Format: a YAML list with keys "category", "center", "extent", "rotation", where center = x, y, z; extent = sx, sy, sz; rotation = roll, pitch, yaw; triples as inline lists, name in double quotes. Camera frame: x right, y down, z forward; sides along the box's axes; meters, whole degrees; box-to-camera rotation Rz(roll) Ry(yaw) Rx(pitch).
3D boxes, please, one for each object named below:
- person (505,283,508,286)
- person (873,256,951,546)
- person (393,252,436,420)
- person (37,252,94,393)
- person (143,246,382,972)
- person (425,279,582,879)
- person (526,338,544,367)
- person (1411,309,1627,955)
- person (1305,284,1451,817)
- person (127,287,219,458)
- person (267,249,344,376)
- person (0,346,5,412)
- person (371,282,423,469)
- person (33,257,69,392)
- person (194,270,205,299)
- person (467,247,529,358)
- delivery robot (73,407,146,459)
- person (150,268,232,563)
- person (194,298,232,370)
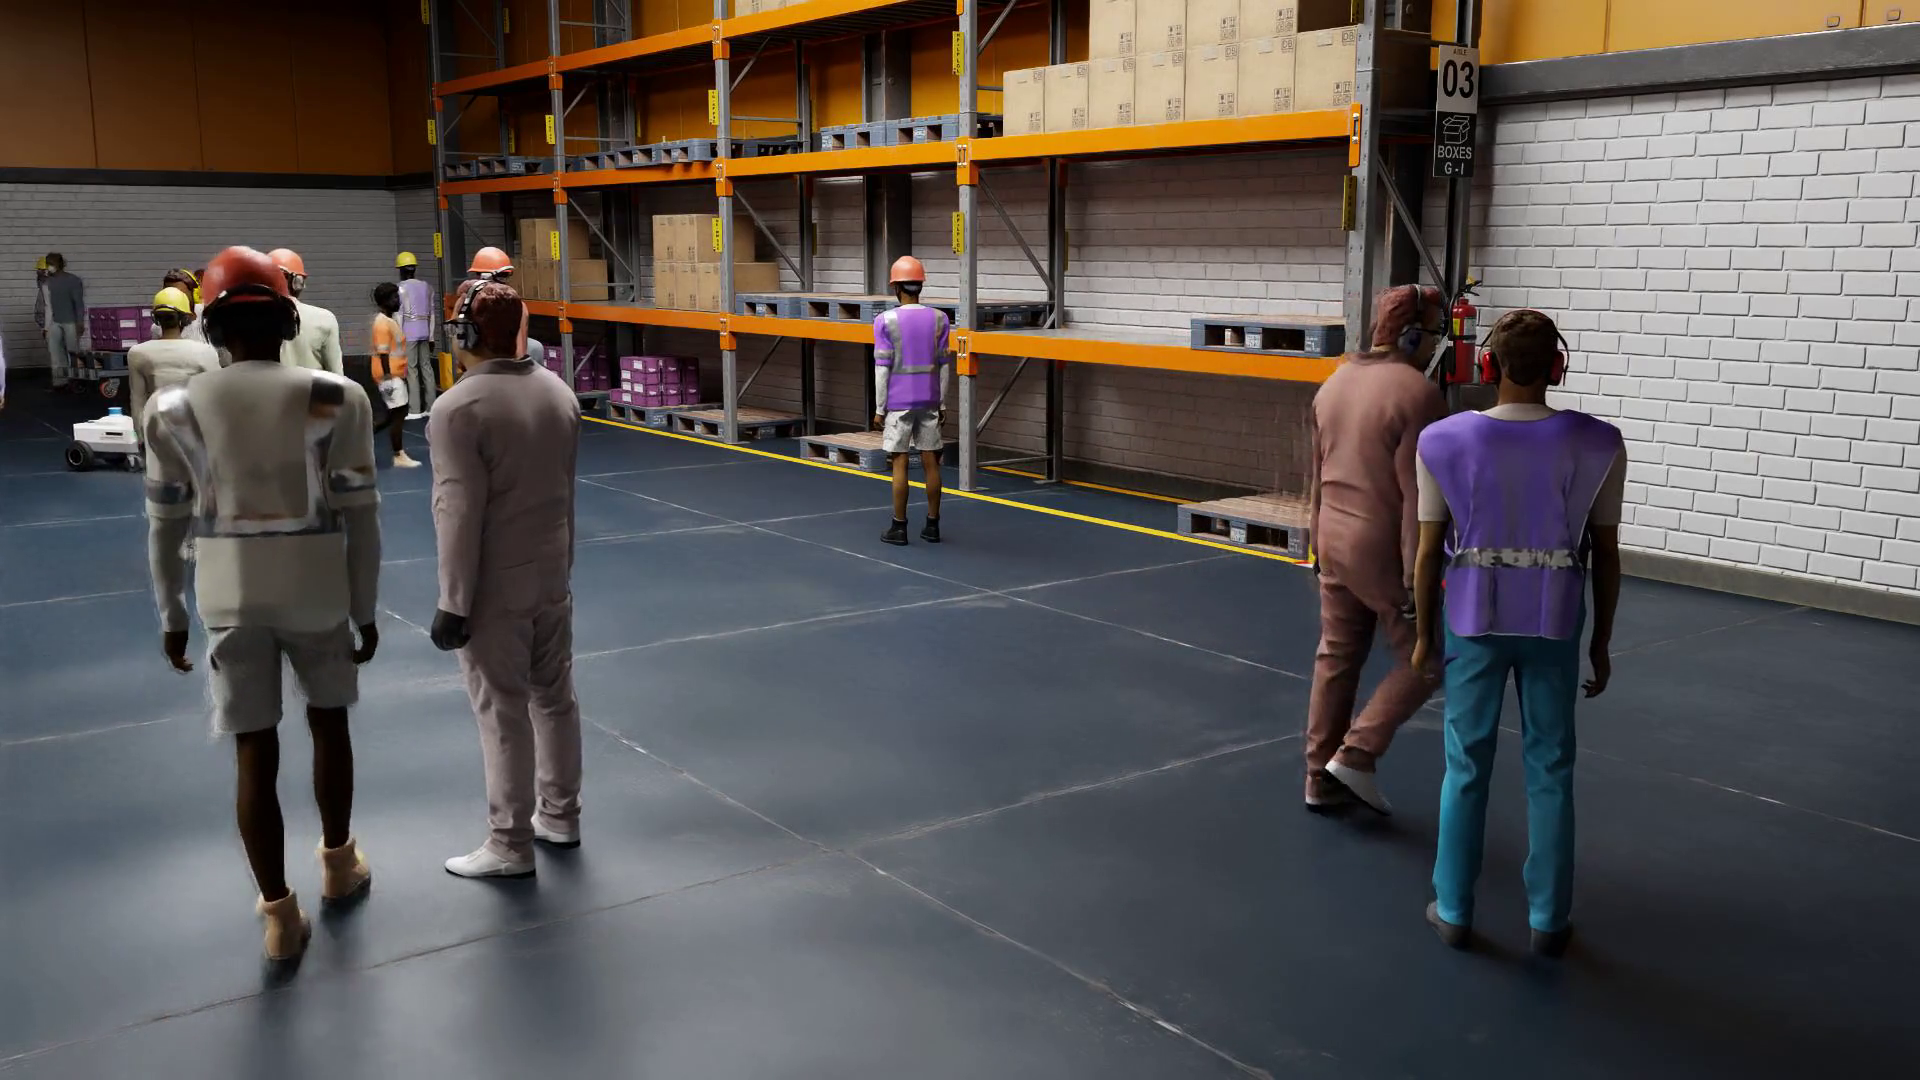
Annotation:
- category: "person"
  center: [-5.414, -2.277, 19.616]
  extent: [0.282, 1.626, 0.491]
  rotation: [10, 14, 44]
- category: "person"
  center: [-0.333, -0.928, 11.174]
  extent: [0.544, 1.939, 0.353]
  rotation: [-5, 11, -24]
- category: "person"
  center: [-6.293, -2.340, 19.120]
  extent: [0.384, 1.922, 0.589]
  rotation: [6, 12, 30]
- category: "person"
  center: [-12.223, -2.977, 22.740]
  extent: [0.639, 1.914, 0.851]
  rotation: [1, 10, 4]
- category: "person"
  center: [-1.988, 0.166, 4.836]
  extent: [0.627, 2.005, 0.852]
  rotation: [-3, 10, -15]
- category: "person"
  center: [-1.476, 0.130, 5.337]
  extent: [0.399, 1.910, 0.643]
  rotation: [4, 11, 22]
- category: "person"
  center: [-3.177, -0.881, 11.768]
  extent: [0.497, 1.633, 0.284]
  rotation: [0, 10, 0]
- category: "person"
  center: [1.561, 0.275, 4.716]
  extent: [0.564, 1.839, 0.390]
  rotation: [2, 10, 14]
- category: "person"
  center: [1.452, 0.060, 5.785]
  extent: [0.454, 1.881, 0.751]
  rotation: [-4, 11, -24]
- category: "person"
  center: [-4.724, -0.641, 10.076]
  extent: [0.527, 1.760, 0.339]
  rotation: [-2, 10, -10]
- category: "person"
  center: [-4.072, -0.771, 10.154]
  extent: [0.622, 1.985, 0.398]
  rotation: [-5, 11, -24]
- category: "person"
  center: [-7.341, -1.078, 12.163]
  extent: [0.656, 1.880, 1.033]
  rotation: [-8, 13, -37]
- category: "person"
  center: [-5.159, -1.465, 14.906]
  extent: [0.521, 1.672, 0.540]
  rotation: [-2, 10, -11]
- category: "person"
  center: [-12.450, -2.953, 22.802]
  extent: [0.404, 1.837, 0.592]
  rotation: [-2, 10, -13]
- category: "person"
  center: [-11.390, -3.241, 25.009]
  extent: [0.274, 1.628, 0.498]
  rotation: [-8, 13, -37]
- category: "person"
  center: [-3.170, -1.010, 11.473]
  extent: [0.381, 1.996, 0.608]
  rotation: [2, 10, 11]
- category: "delivery robot"
  center: [-7.535, -0.942, 14.862]
  extent: [0.707, 0.478, 0.477]
  rotation: [3, 10, 15]
- category: "person"
  center: [-4.793, -0.757, 10.414]
  extent: [0.534, 1.868, 0.309]
  rotation: [0, 10, -1]
- category: "person"
  center: [-5.972, -1.362, 13.706]
  extent: [0.582, 1.911, 0.392]
  rotation: [-1, 10, -3]
